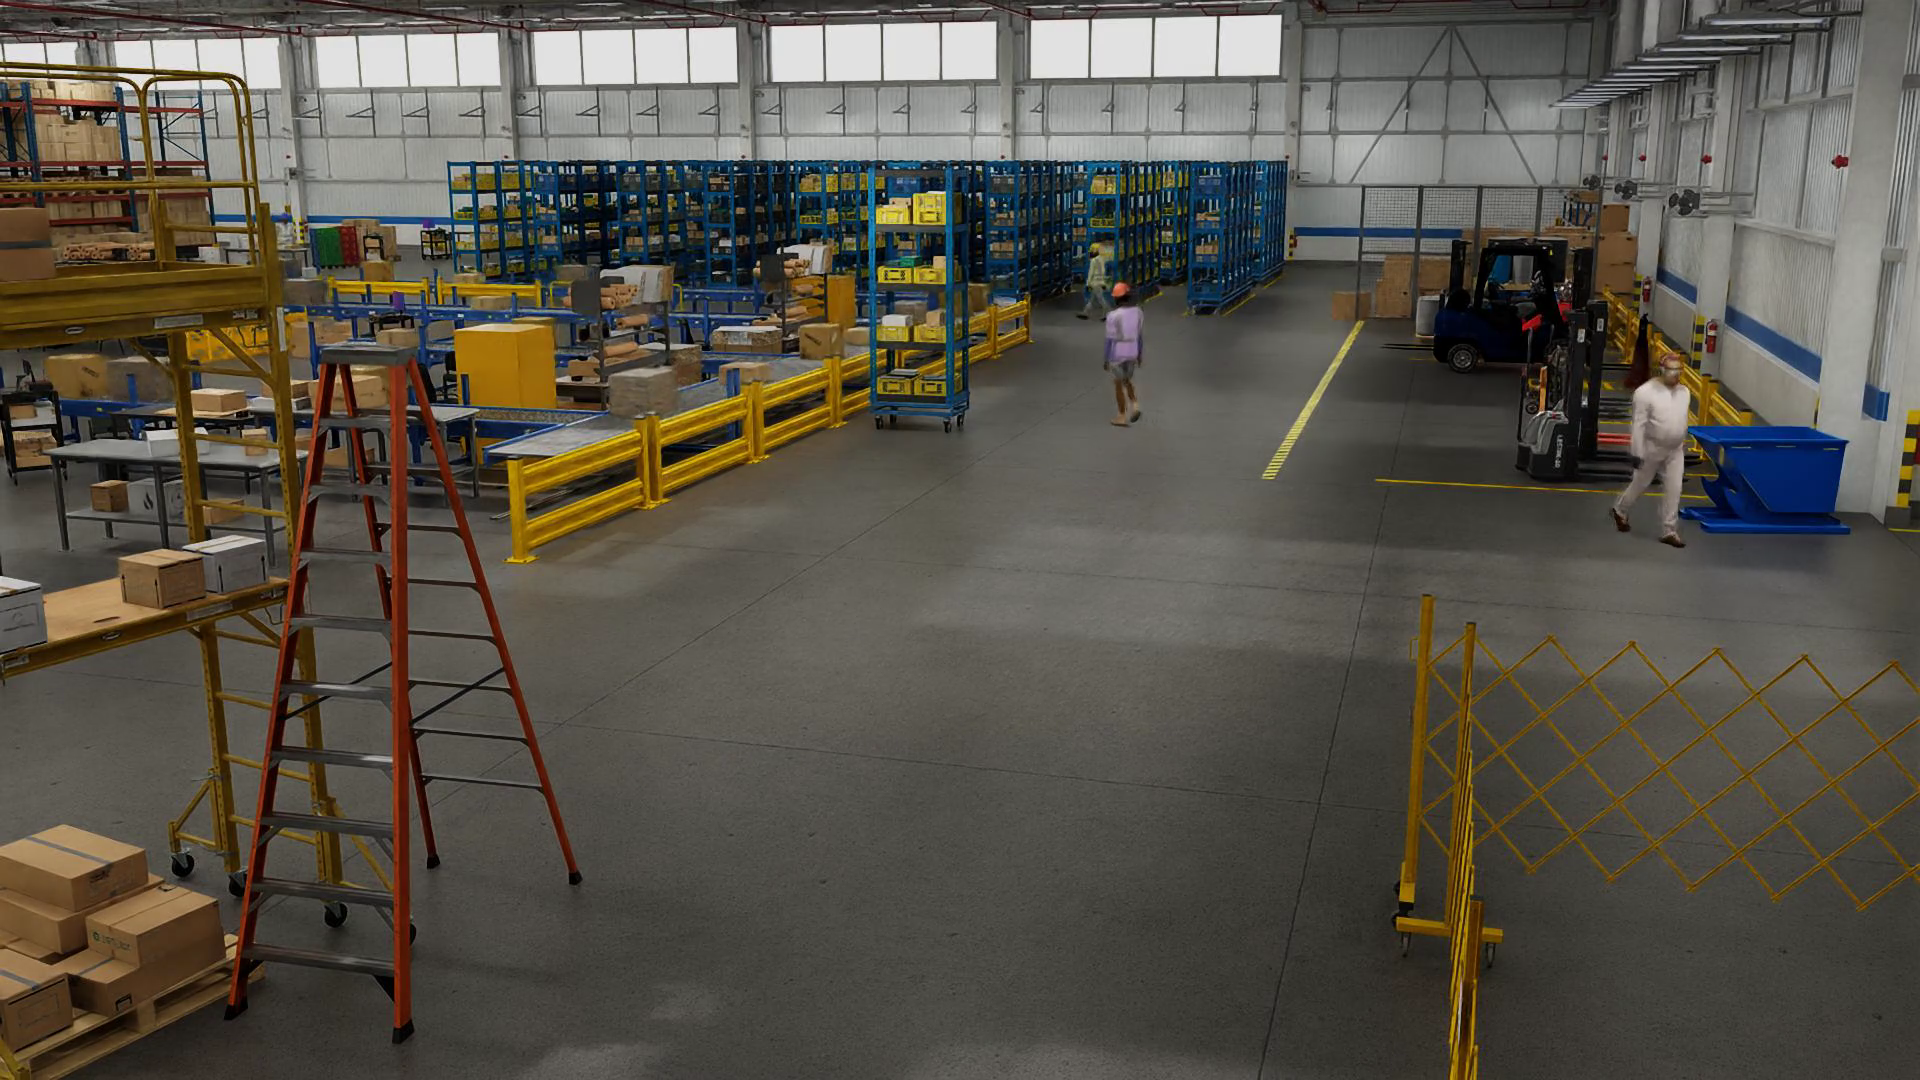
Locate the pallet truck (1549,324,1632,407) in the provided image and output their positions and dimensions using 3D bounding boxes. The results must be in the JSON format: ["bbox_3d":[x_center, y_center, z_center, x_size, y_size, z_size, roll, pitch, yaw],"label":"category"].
[{"bbox_3d":[9.824,-2.669,25.407,1.601,1.201,0.680,4,14,16],"label":"pallet truck"}]

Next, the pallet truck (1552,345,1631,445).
[{"bbox_3d":[8.641,-1.896,21.908,1.630,1.274,0.653,4,14,16],"label":"pallet truck"}]

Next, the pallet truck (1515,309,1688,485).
[{"bbox_3d":[7.554,-1.677,19.446,1.885,1.965,0.823,3,13,14],"label":"pallet truck"}]

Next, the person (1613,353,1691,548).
[{"bbox_3d":[6.876,-0.919,16.418,0.646,1.877,0.879,-3,13,-12],"label":"person"}]

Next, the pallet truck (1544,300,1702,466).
[{"bbox_3d":[8.263,-1.952,20.631,1.885,1.965,0.823,5,14,20],"label":"pallet truck"}]

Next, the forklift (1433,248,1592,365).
[{"bbox_3d":[9.780,-4.111,29.280,2.680,1.987,1.157,3,13,14],"label":"forklift"}]

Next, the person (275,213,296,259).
[{"bbox_3d":[-21.895,-9.658,54.050,0.639,1.933,0.441,-12,17,-41],"label":"person"}]

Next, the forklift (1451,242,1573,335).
[{"bbox_3d":[10.464,-4.597,31.405,2.680,1.987,1.157,4,14,16],"label":"forklift"}]

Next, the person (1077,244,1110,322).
[{"bbox_3d":[3.133,-5.905,38.192,0.944,1.783,0.612,6,14,25],"label":"person"}]

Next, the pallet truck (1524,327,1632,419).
[{"bbox_3d":[9.065,-2.460,24.370,1.522,1.261,0.704,3,13,14],"label":"pallet truck"}]

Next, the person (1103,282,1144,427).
[{"bbox_3d":[2.285,-2.602,23.376,0.635,2.023,0.435,-8,15,-30],"label":"person"}]
